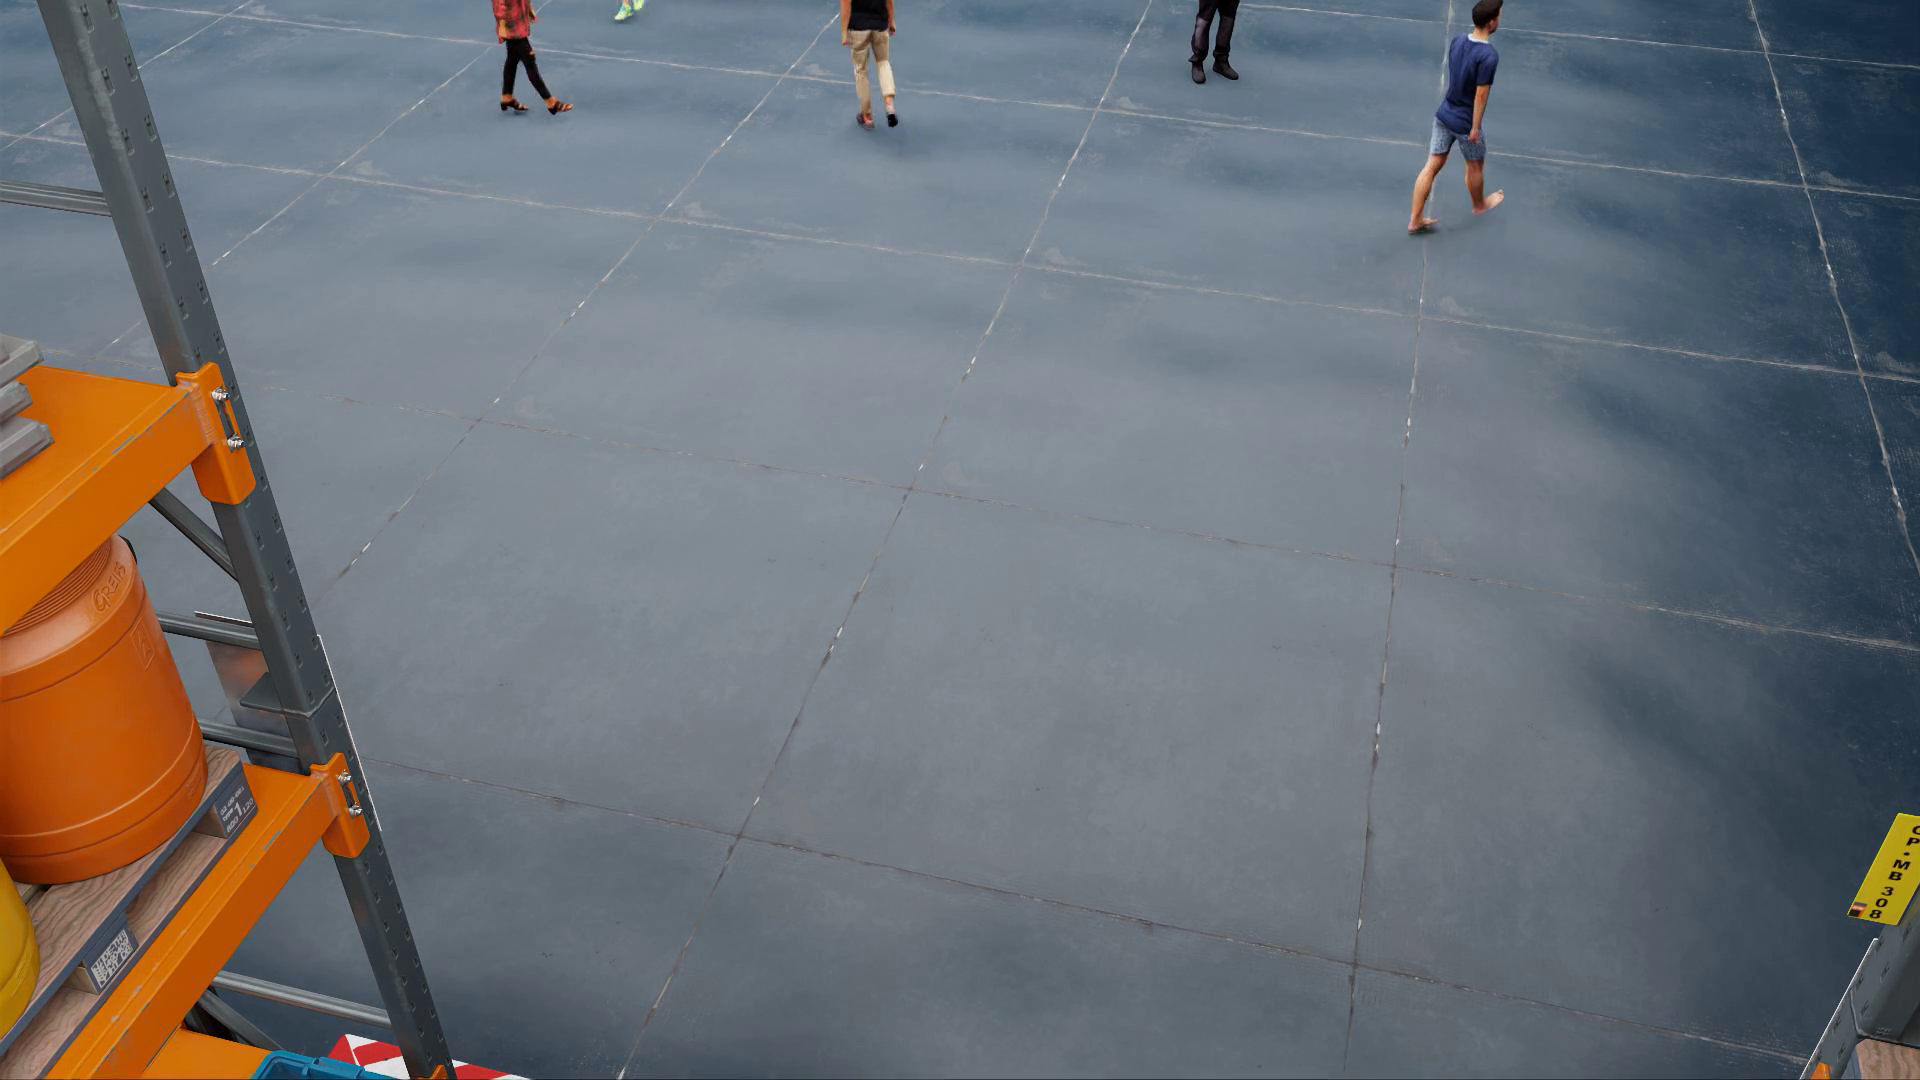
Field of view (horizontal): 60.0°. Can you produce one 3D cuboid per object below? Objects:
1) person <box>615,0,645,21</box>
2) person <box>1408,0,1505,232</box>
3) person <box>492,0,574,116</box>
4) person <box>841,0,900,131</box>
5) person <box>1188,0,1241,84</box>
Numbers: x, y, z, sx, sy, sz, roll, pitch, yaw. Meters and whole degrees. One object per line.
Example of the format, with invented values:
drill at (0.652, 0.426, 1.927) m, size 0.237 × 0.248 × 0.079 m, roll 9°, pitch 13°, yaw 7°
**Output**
person at (-3.308, -5.994, 16.360) m, size 0.636 × 1.692 × 0.687 m, roll 13°, pitch 40°, yaw 16°
person at (3.745, -3.186, 12.681) m, size 1.160 × 1.803 × 1.102 m, roll -20°, pitch 42°, yaw -24°
person at (-3.959, -4.510, 14.481) m, size 0.799 × 1.671 × 0.905 m, roll 3°, pitch 38°, yaw 4°
person at (-0.732, -4.324, 14.097) m, size 0.902 × 1.850 × 0.980 m, roll -15°, pitch 40°, yaw -18°
person at (2.373, -5.129, 15.146) m, size 0.803 × 1.825 × 0.811 m, roll -11°, pitch 39°, yaw -14°
